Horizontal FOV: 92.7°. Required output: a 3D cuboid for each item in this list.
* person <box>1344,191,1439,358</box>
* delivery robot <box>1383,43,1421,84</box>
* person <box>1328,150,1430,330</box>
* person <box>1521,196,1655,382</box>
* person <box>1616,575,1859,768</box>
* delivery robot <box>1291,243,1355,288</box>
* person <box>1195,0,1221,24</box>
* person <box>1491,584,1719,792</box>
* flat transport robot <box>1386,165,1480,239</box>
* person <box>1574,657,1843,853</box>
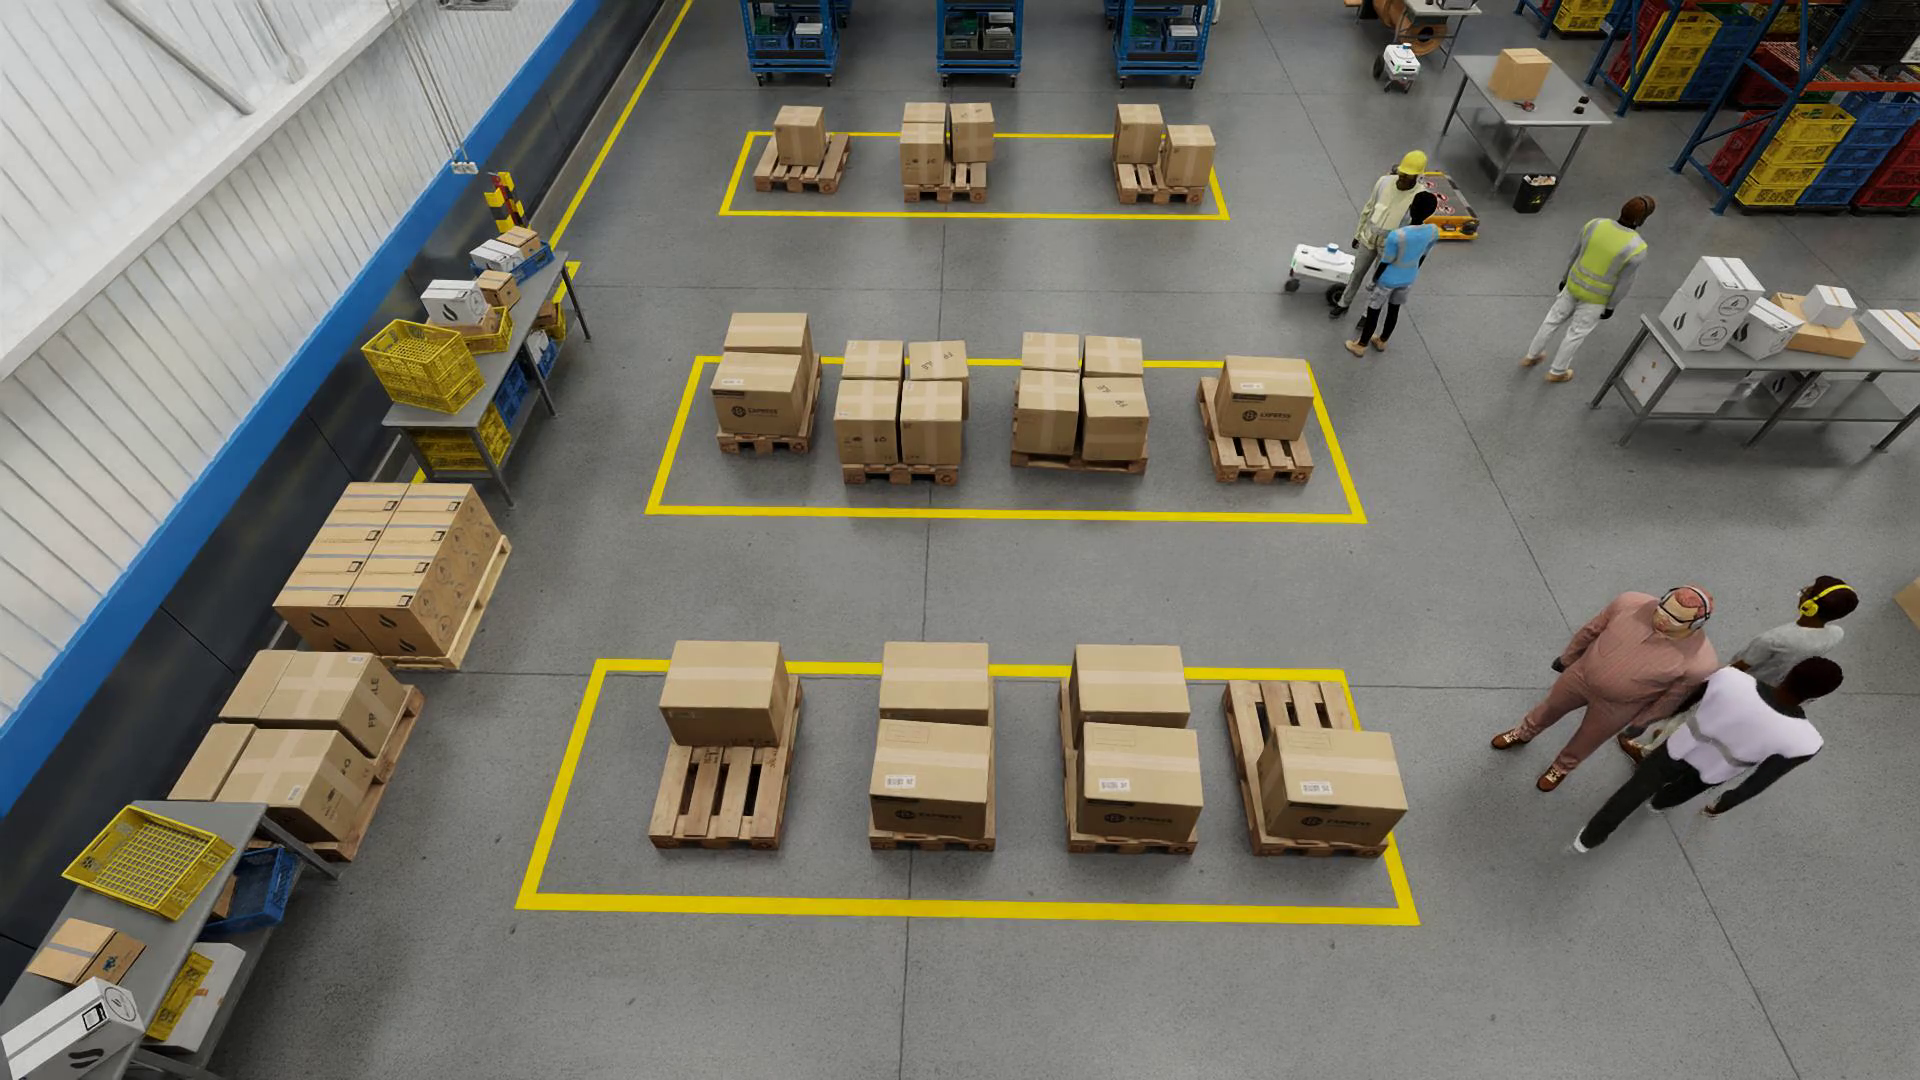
[{"bbox_3d":[4.141,-2.508,8.749,0.541,1.695,0.315,-13,50,-11],"label":"person"},{"bbox_3d":[6.384,-6.916,13.255,0.477,0.478,0.707,2,49,2],"label":"delivery robot"},{"bbox_3d":[4.160,-2.939,9.031,0.591,1.837,0.403,36,58,27],"label":"person"},{"bbox_3d":[5.829,-2.307,8.481,0.429,1.844,0.627,-20,52,-16],"label":"person"},{"bbox_3d":[4.836,0.883,5.714,0.525,1.857,0.346,-7,50,-6],"label":"person"},{"bbox_3d":[3.923,-2.934,9.809,0.707,0.478,0.477,19,52,16],"label":"delivery robot"},{"bbox_3d":[4.030,-9.043,14.442,0.522,1.638,0.309,5,49,4],"label":"person"},{"bbox_3d":[3.978,0.910,5.654,0.409,1.907,0.650,-23,53,-18],"label":"person"},{"bbox_3d":[5.692,-4.094,11.059,0.652,0.197,1.431,1,49,1],"label":"flat transport robot"},{"bbox_3d":[4.371,1.260,5.378,0.982,1.869,0.592,-30,56,-24],"label":"person"}]
